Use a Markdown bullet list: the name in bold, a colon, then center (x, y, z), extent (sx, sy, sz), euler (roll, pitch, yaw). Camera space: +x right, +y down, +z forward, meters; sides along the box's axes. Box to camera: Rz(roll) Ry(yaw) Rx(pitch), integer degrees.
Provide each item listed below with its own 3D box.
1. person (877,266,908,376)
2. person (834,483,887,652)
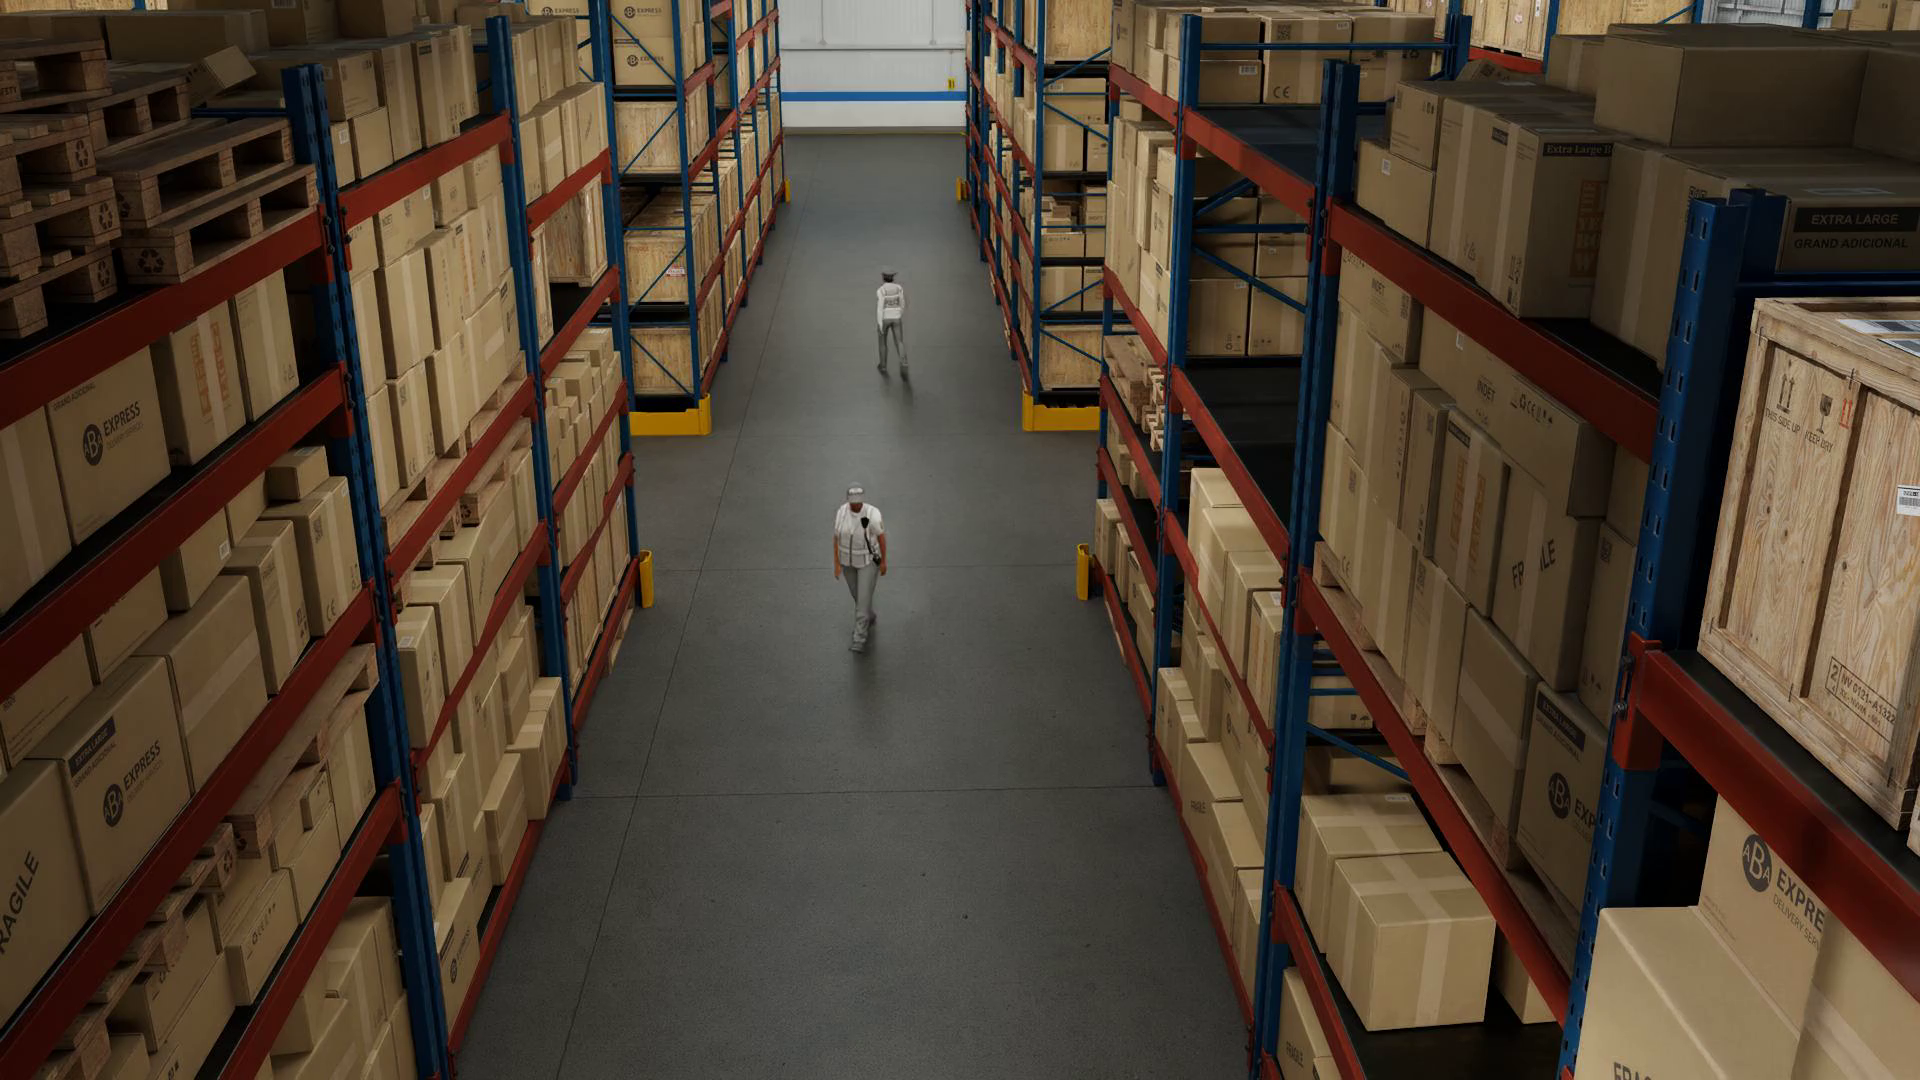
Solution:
- **person**: center (-1.057, -3.391, 25.738), extent (0.480, 1.653, 0.874), euler (-7, 22, -18)
- **person**: center (-1.006, 0.235, 15.995), extent (0.487, 1.628, 0.904), euler (9, 22, 23)
